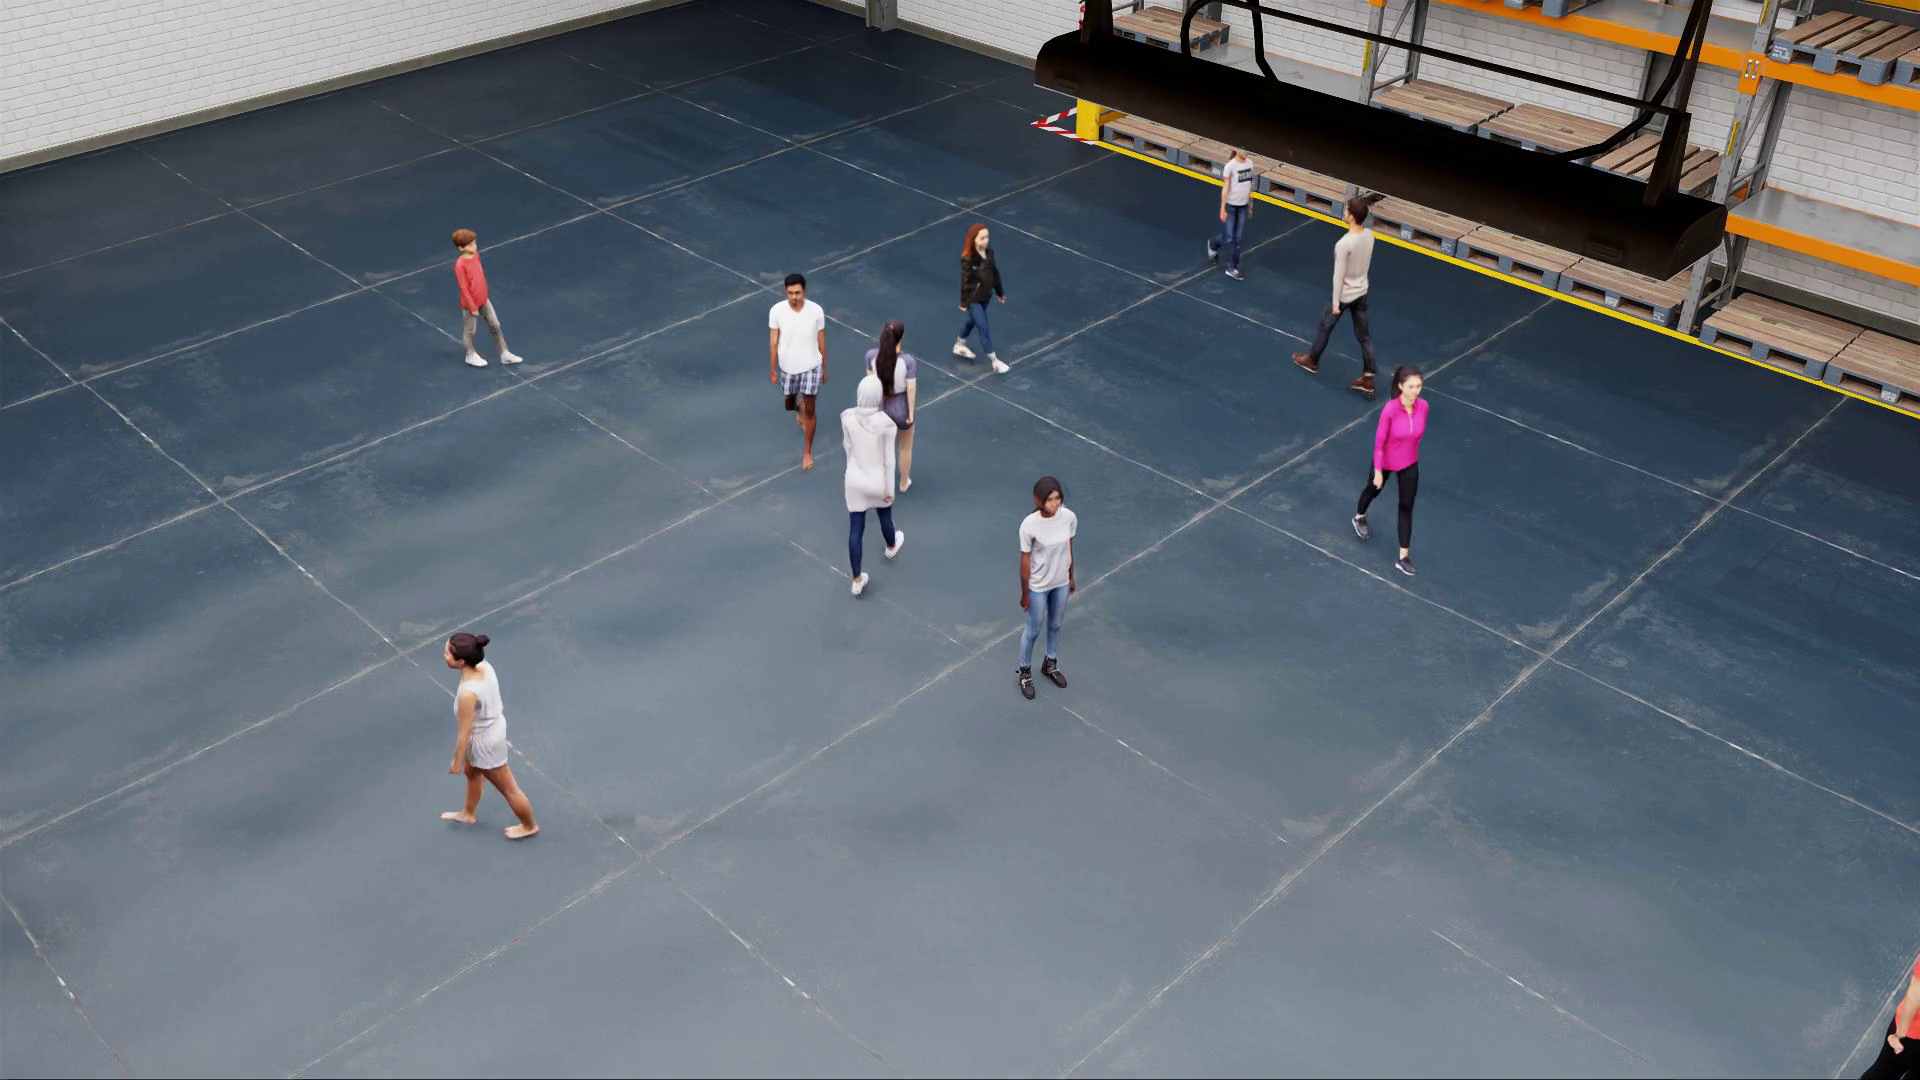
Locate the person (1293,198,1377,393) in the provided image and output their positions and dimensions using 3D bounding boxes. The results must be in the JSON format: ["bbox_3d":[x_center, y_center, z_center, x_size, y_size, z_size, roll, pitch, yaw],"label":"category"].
[{"bbox_3d":[3.636,-2.202,15.220,0.821,1.827,1.232,-22,39,-29],"label":"person"}]

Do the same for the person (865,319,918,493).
[{"bbox_3d":[-0.574,-1.014,13.611,0.918,1.629,0.911,8,34,12],"label":"person"}]

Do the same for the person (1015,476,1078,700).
[{"bbox_3d":[0.597,0.312,11.536,0.643,1.719,0.613,-17,37,-23],"label":"person"}]

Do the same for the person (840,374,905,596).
[{"bbox_3d":[-0.726,-0.378,12.551,1.075,1.744,1.001,9,35,13],"label":"person"}]

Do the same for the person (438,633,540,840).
[{"bbox_3d":[-2.848,1.232,10.268,0.951,1.590,0.902,-2,34,-3],"label":"person"}]

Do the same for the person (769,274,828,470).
[{"bbox_3d":[-1.368,-1.521,14.302,1.033,1.709,1.098,-1,34,-1],"label":"person"}]

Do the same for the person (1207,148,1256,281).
[{"bbox_3d":[2.852,-3.533,17.469,0.666,1.554,0.846,-17,37,-23],"label":"person"}]

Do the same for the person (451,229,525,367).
[{"bbox_3d":[-4.651,-2.272,15.715,0.885,1.396,0.694,15,36,21],"label":"person"}]

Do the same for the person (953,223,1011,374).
[{"bbox_3d":[0.122,-2.320,15.747,0.974,1.441,0.645,24,40,31],"label":"person"}]

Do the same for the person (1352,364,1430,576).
[{"bbox_3d":[3.347,-0.628,13.012,0.988,1.650,1.207,-7,34,-11],"label":"person"}]
